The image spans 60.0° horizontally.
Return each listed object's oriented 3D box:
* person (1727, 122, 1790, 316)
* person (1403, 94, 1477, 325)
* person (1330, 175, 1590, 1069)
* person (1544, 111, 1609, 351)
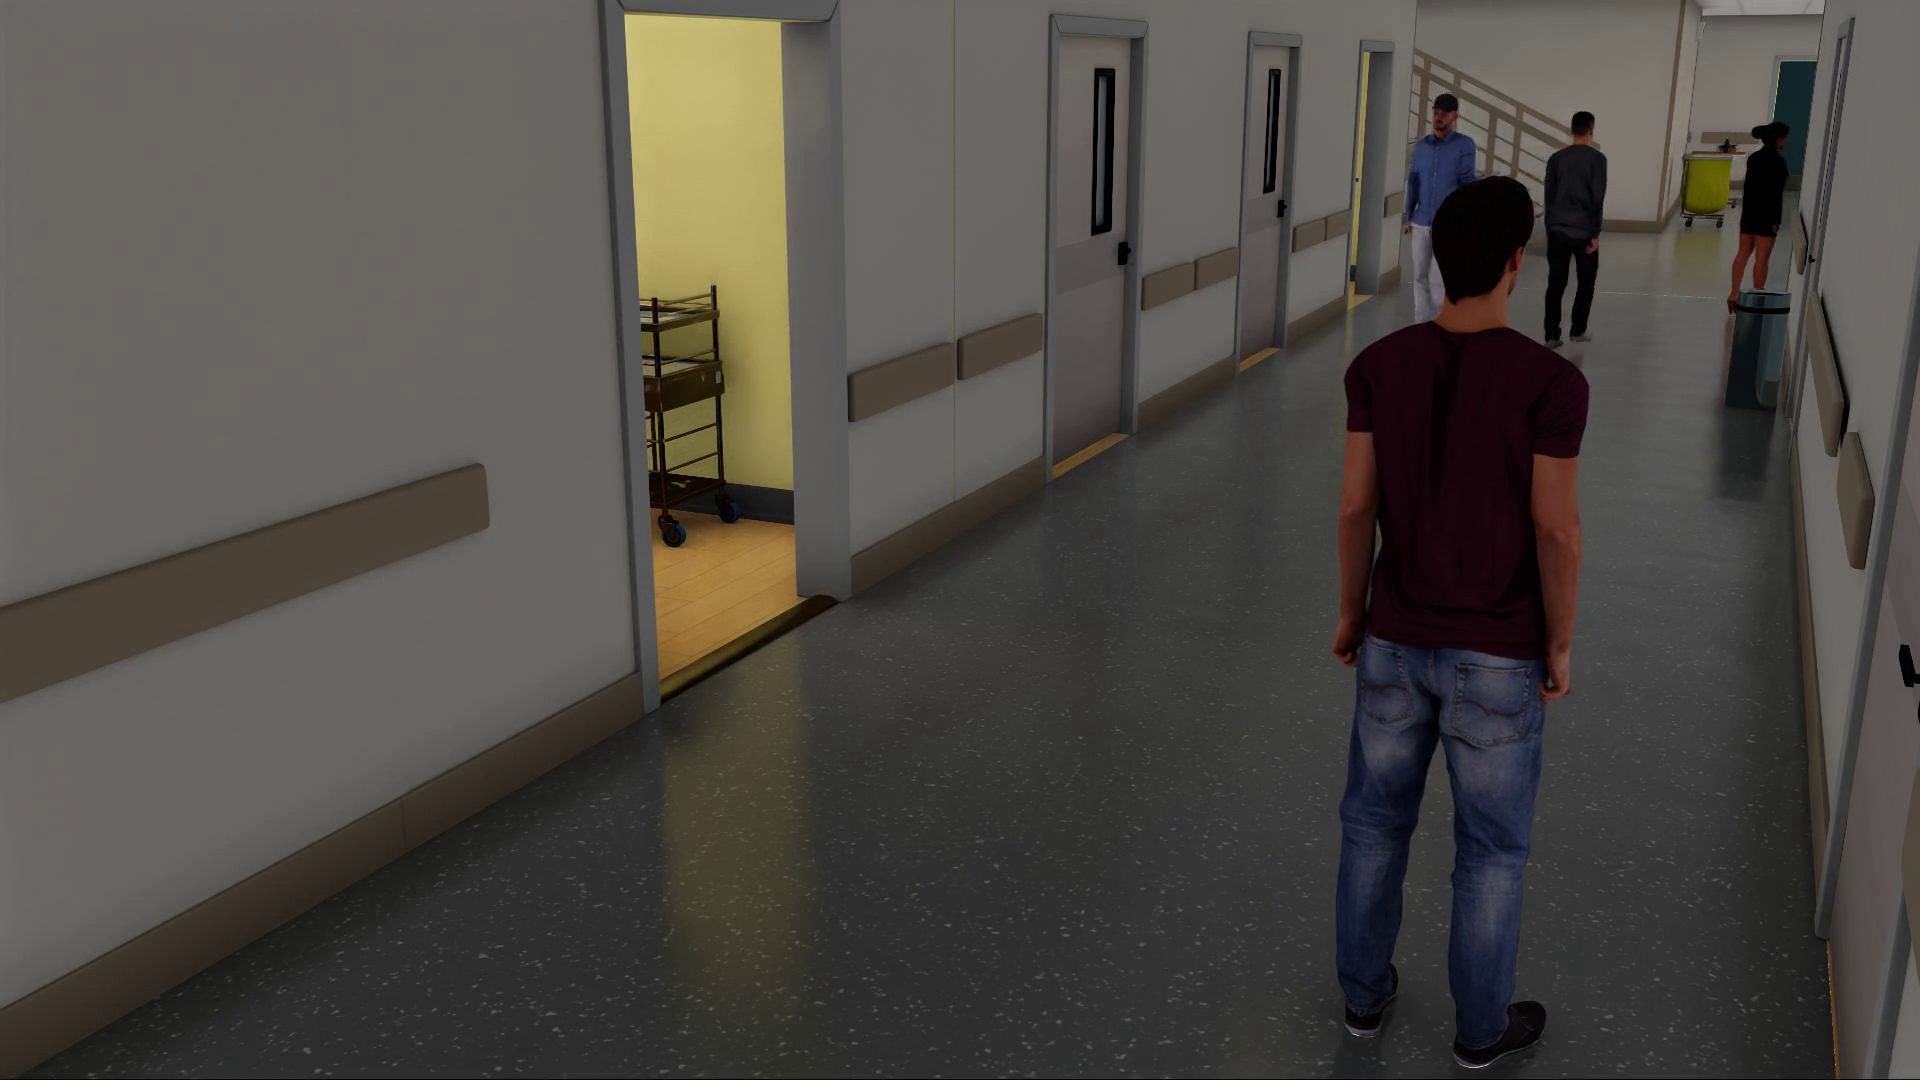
[{"bbox_3d":[6.785,-2.711,14.129,0.737,1.635,0.683,-4,16,-15],"label":"person"},{"bbox_3d":[3.708,-2.455,12.780,0.675,1.874,0.814,14,21,40],"label":"person"},{"bbox_3d":[1.015,0.188,3.442,0.572,1.854,0.760,12,19,36],"label":"person"},{"bbox_3d":[4.532,-2.279,12.394,0.825,1.745,0.790,11,19,35],"label":"person"}]
